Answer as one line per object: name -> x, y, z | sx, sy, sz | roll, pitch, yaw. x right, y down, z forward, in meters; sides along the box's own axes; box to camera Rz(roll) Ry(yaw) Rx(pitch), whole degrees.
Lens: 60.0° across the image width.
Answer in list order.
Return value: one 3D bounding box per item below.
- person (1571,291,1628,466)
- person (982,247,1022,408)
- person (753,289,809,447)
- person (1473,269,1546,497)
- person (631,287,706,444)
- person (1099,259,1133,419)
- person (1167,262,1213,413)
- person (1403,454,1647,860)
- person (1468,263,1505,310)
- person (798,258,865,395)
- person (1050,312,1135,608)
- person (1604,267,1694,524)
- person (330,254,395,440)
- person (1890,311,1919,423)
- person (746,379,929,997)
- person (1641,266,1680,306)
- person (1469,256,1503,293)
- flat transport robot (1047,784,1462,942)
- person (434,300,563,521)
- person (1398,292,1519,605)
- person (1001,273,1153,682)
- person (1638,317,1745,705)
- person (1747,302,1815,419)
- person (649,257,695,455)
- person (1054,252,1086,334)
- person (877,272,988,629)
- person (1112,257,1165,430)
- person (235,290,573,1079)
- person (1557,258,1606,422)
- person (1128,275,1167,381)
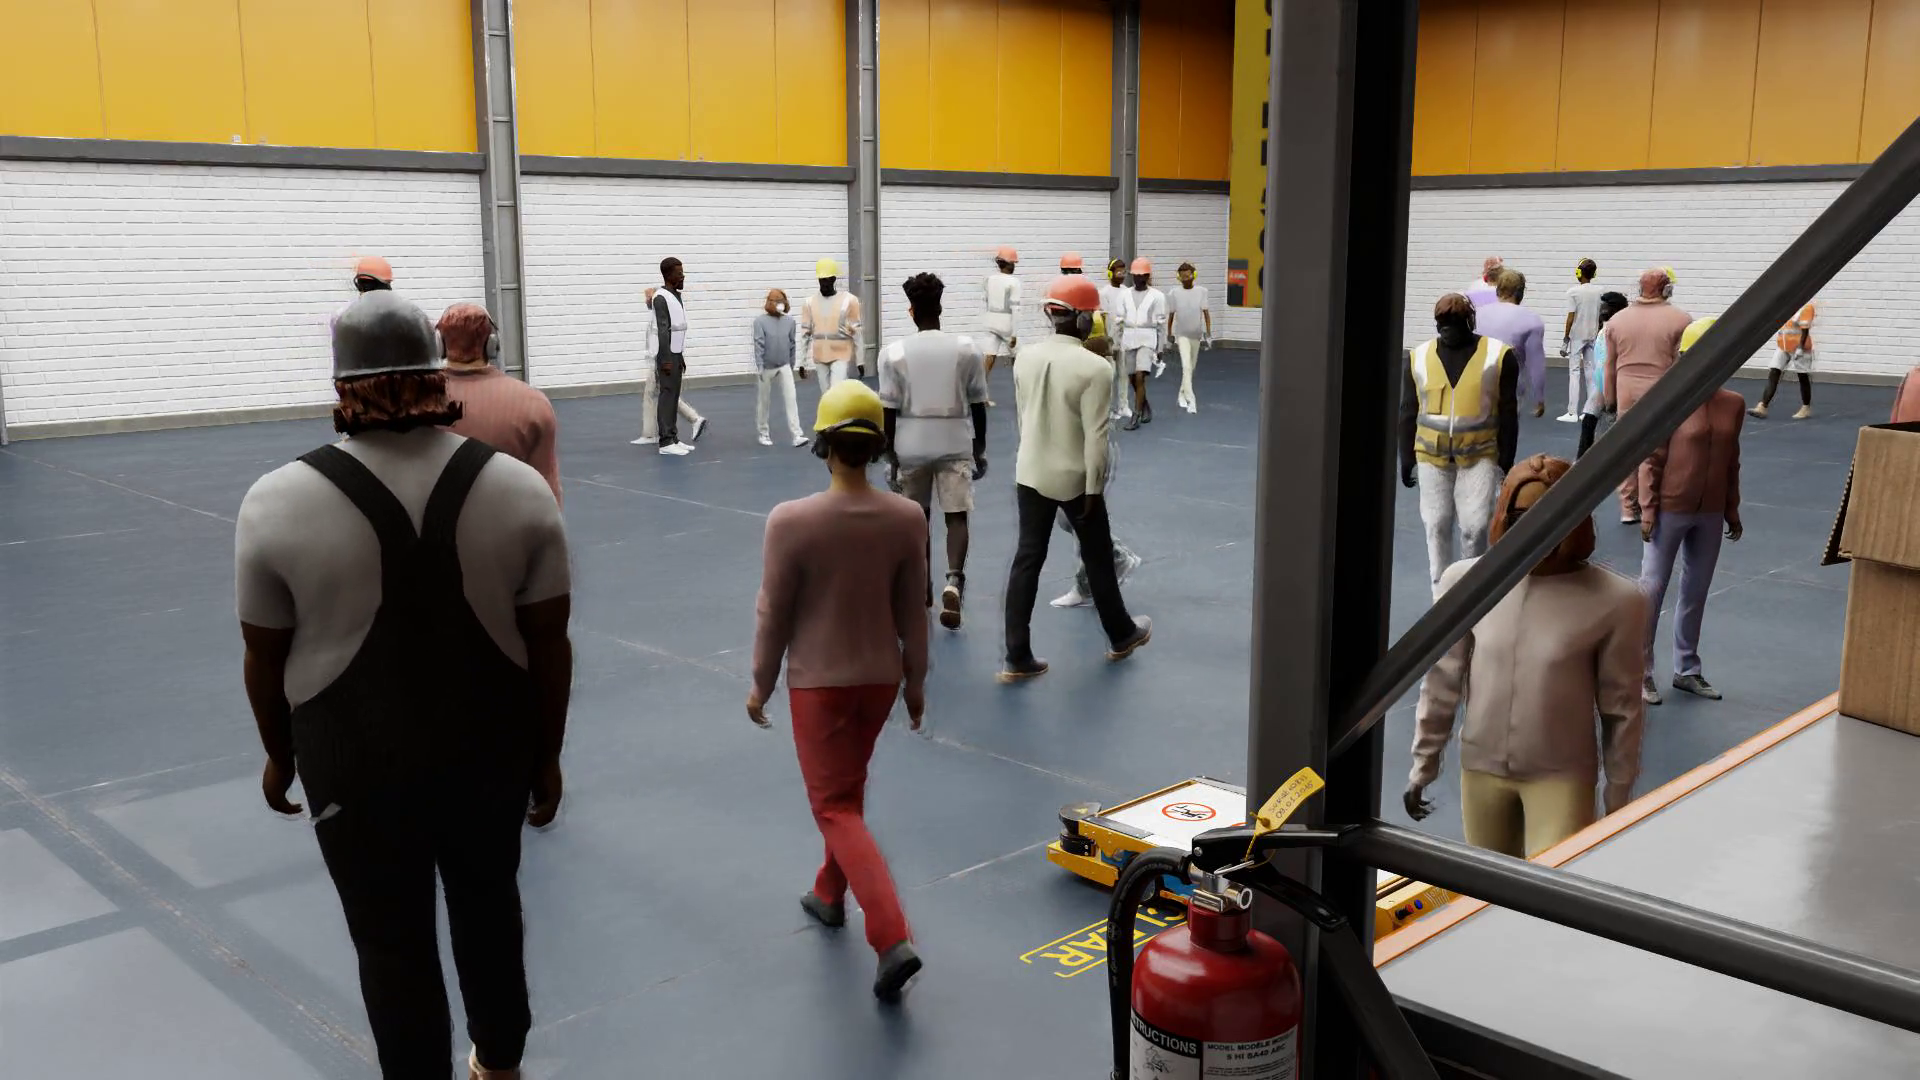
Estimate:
person -> 5.689, -1.327, 14.426 | 0.839, 1.658, 0.533 | -2, 11, -11
person -> 0.565, -2.640, 20.688 | 0.611, 1.987, 1.052 | 8, 13, 37
person -> -1.833, -1.715, 16.728 | 0.512, 1.590, 0.848 | -6, 12, -29
person -> 4.165, -1.128, 12.752 | 1.059, 1.876, 0.635 | -9, 14, -41
person -> -2.998, -1.772, 16.974 | 0.701, 1.615, 0.524 | 0, 10, 0
person -> 1.825, -2.329, 19.351 | 0.382, 1.855, 0.569 | 10, 14, 44
person -> 2.793, -2.482, 20.353 | 0.518, 1.819, 0.987 | -1, 10, -5
person -> 1.368, 0.596, 4.060 | 0.509, 1.618, 0.441 | 8, 13, 37
person -> 5.907, -2.142, 18.421 | 0.600, 1.815, 0.651 | 6, 12, 30
person -> -1.283, -1.738, 15.978 | 0.627, 1.900, 0.762 | 4, 11, 20
person -> 0.754, -0.459, 9.486 | 0.441, 1.722, 0.512 | -2, 11, -13
person -> 5.072, -1.048, 12.244 | 0.669, 1.894, 0.432 | 10, 14, 42
person -> -4.245, -1.052, 11.998 | 0.616, 2.003, 1.017 | 0, 10, 0
person -> 4.073, -0.105, 7.004 | 0.363, 1.957, 0.649 | 6, 12, 31
person -> -0.308, 0.402, 4.801 | 0.519, 1.728, 0.867 | -7, 13, -34
person -> 7.523, -2.074, 18.088 | 0.758, 1.809, 0.603 | 0, 10, 1
person -> 6.232, -2.410, 19.710 | 0.463, 1.884, 0.671 | -1, 10, -7
flat transport robot -> 1.022, 1.042, 5.290 | 0.652, 0.197, 1.431 | -10, 14, -44
person -> -1.832, 0.050, 6.288 | 0.648, 1.895, 0.452 | -3, 11, -14
person -> 2.726, -0.444, 9.162 | 0.640, 1.822, 0.452 | 5, 12, 26
person -> 0.553, -0.314, 8.118 | 0.617, 1.939, 0.996 | 9, 13, 39
person -> 3.338, -0.130, 7.602 | 0.522, 1.769, 0.317 | -3, 11, -13
person -> 9.564, -2.203, 19.213 | 0.833, 1.653, 0.540 | -4, 11, -22
person -> -2.835, -1.800, 16.294 | 0.391, 1.918, 0.587 | 1, 10, 3
person -> 1.251, -2.293, 18.929 | 0.354, 1.939, 0.544 | 0, 10, -1
person -> -0.142, -0.493, 9.122 | 0.610, 1.943, 0.840 | 0, 10, -2
person -> 2.017, -2.200, 18.545 | 0.551, 1.911, 0.943 | 5, 11, 25
person -> -1.275, 0.427, 3.817 | 0.684, 2.000, 0.778 | -5, 12, -27
person -> 7.117, -2.279, 19.038 | 0.510, 1.872, 0.328 | -3, 11, -15
person -> 2.717, -3.114, 24.260 | 0.467, 1.626, 0.521 | -1, 10, -7
